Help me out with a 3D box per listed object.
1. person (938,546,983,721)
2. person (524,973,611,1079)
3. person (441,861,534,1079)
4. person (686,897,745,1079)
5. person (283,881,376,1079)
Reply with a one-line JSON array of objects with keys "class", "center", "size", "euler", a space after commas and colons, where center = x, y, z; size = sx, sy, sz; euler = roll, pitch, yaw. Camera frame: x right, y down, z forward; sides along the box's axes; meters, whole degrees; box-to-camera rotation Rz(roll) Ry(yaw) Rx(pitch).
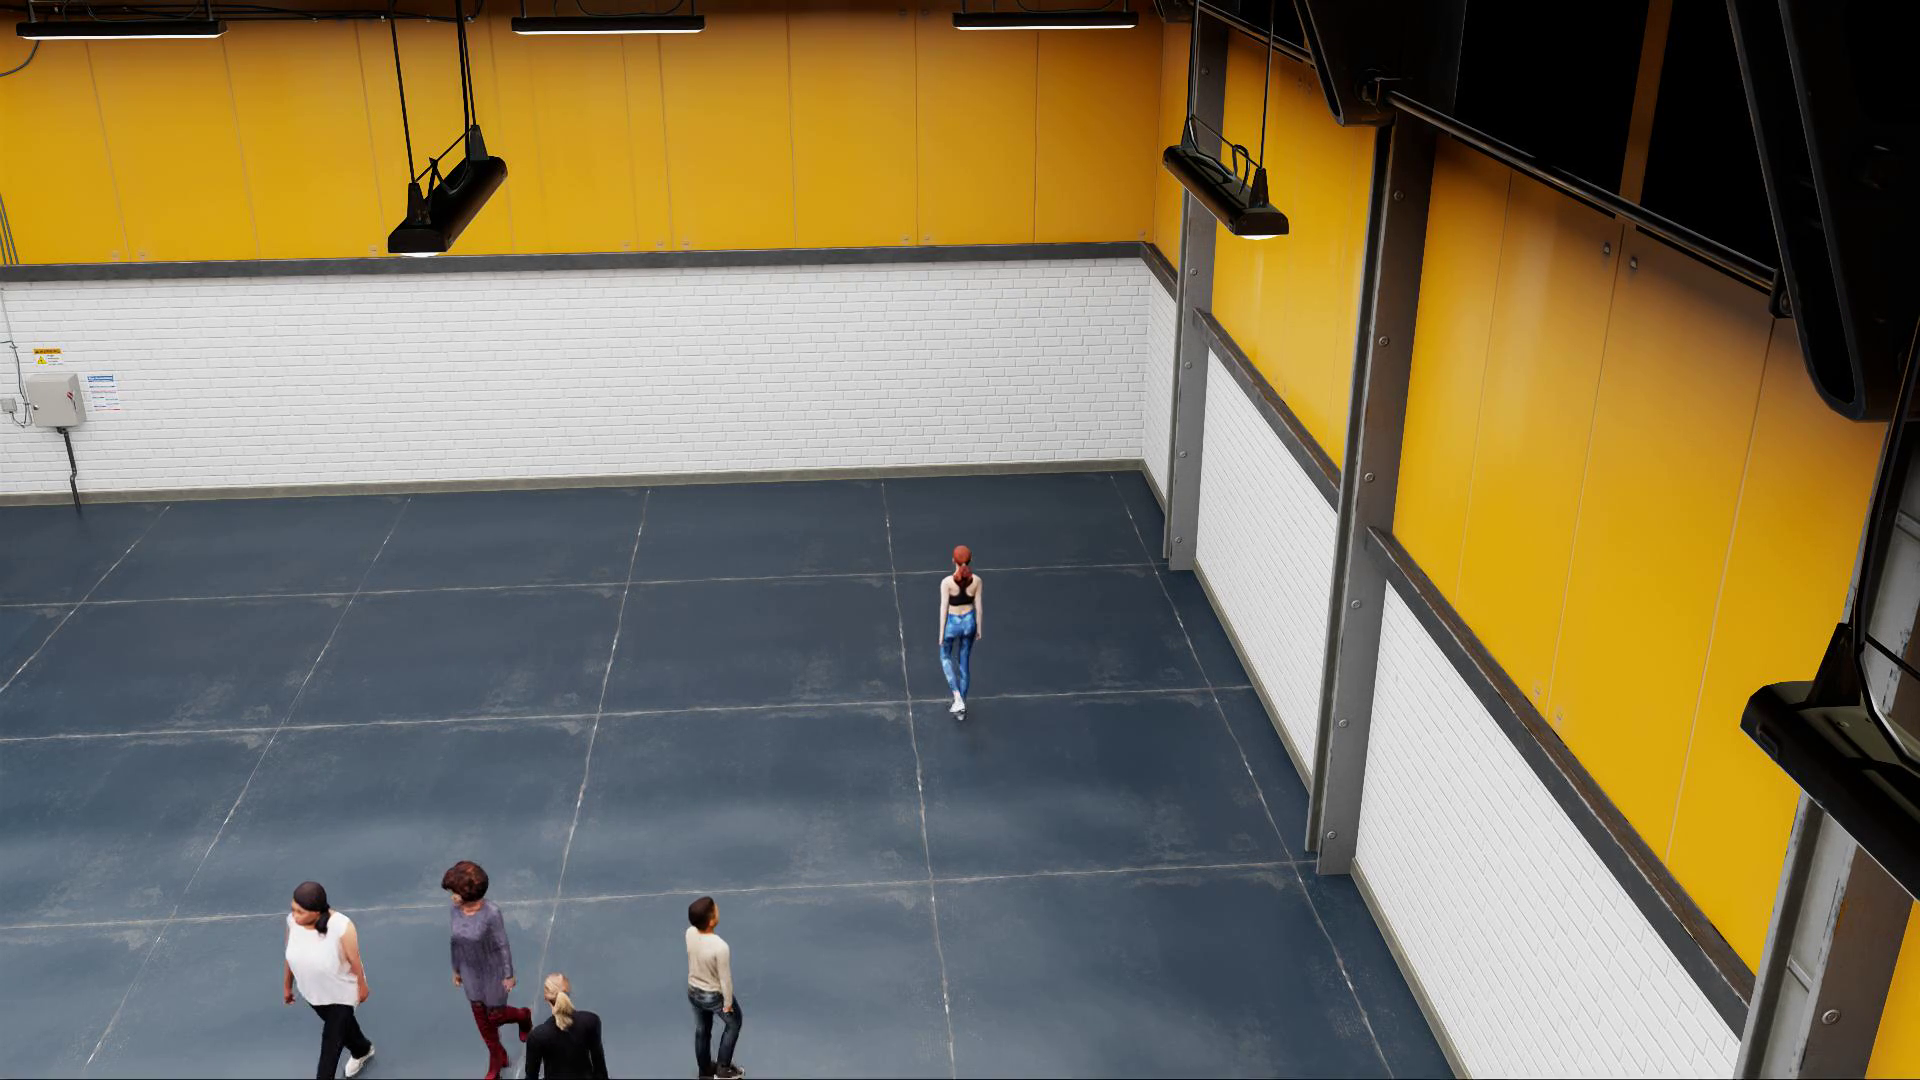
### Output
[{"class": "person", "center": [0.012, 0.913, 15.572], "size": [0.633, 1.775, 0.704], "euler": [-6, 24, -13]}, {"class": "person", "center": [-2.297, 3.412, 9.982], "size": [0.855, 1.674, 0.977], "euler": [-17, 29, -34]}, {"class": "person", "center": [-3.152, 2.862, 11.210], "size": [0.783, 1.698, 0.872], "euler": [9, 25, 20]}, {"class": "person", "center": [-1.712, 3.049, 11.086], "size": [0.641, 1.455, 0.673], "euler": [12, 26, 26]}, {"class": "person", "center": [-4.154, 2.953, 11.066], "size": [0.980, 1.648, 1.177], "euler": [9, 25, 20]}]
